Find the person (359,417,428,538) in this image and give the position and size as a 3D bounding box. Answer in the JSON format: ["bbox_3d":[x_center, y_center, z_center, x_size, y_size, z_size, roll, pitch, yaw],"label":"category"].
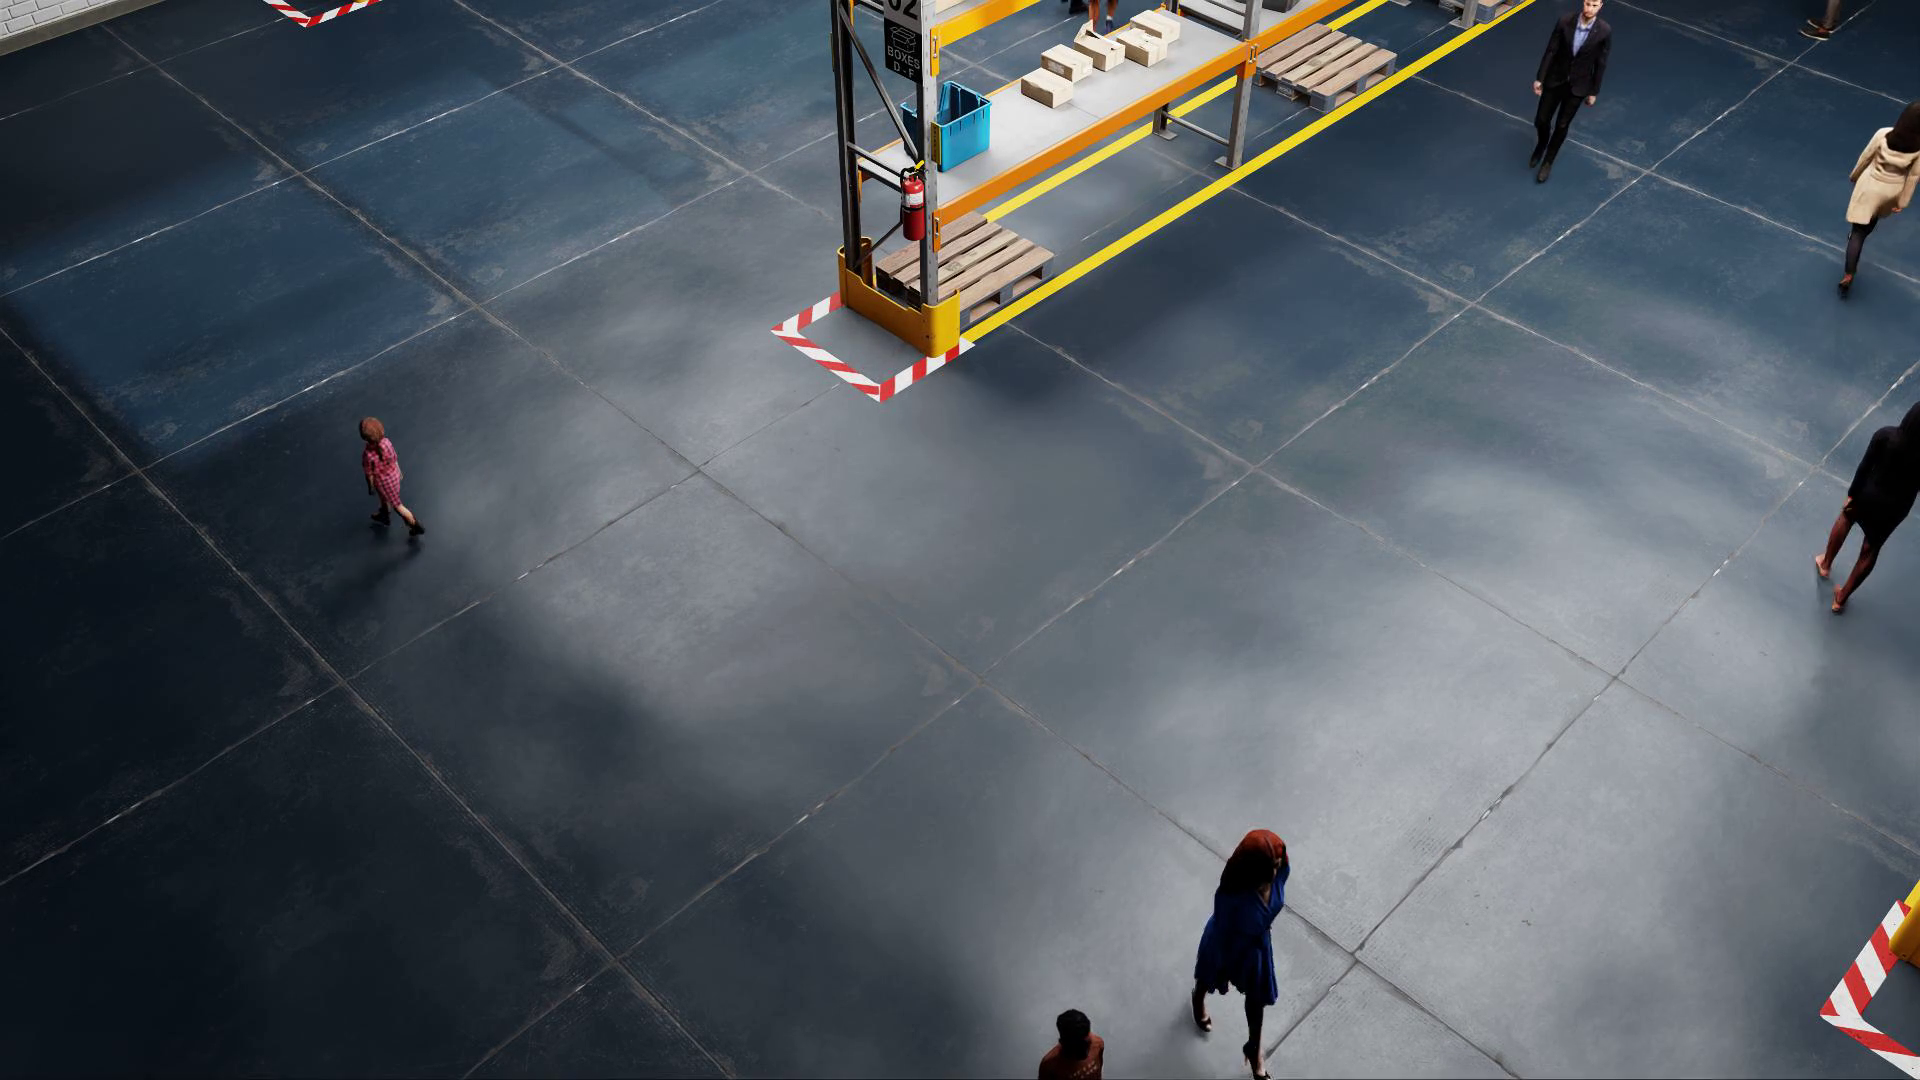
[{"bbox_3d":[-4.033,-0.425,11.729,0.640,1.013,0.722,17,46,17],"label":"person"}]

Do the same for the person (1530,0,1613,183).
[{"bbox_3d":[5.505,-4.173,15.038,0.829,1.876,0.825,18,47,18],"label":"person"}]

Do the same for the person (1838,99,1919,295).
[{"bbox_3d":[7.588,-2.802,13.779,0.928,1.626,1.198,14,45,14],"label":"person"}]

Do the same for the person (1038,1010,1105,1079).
[{"bbox_3d":[0.543,2.723,8.249,0.498,1.255,0.632,-20,47,-20],"label":"person"}]

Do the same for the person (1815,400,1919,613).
[{"bbox_3d":[6.098,-0.198,10.991,0.748,1.703,0.852,18,47,18],"label":"person"}]

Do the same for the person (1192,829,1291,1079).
[{"bbox_3d":[1.396,2.031,8.576,0.923,1.807,0.865,-17,46,-17],"label":"person"}]
